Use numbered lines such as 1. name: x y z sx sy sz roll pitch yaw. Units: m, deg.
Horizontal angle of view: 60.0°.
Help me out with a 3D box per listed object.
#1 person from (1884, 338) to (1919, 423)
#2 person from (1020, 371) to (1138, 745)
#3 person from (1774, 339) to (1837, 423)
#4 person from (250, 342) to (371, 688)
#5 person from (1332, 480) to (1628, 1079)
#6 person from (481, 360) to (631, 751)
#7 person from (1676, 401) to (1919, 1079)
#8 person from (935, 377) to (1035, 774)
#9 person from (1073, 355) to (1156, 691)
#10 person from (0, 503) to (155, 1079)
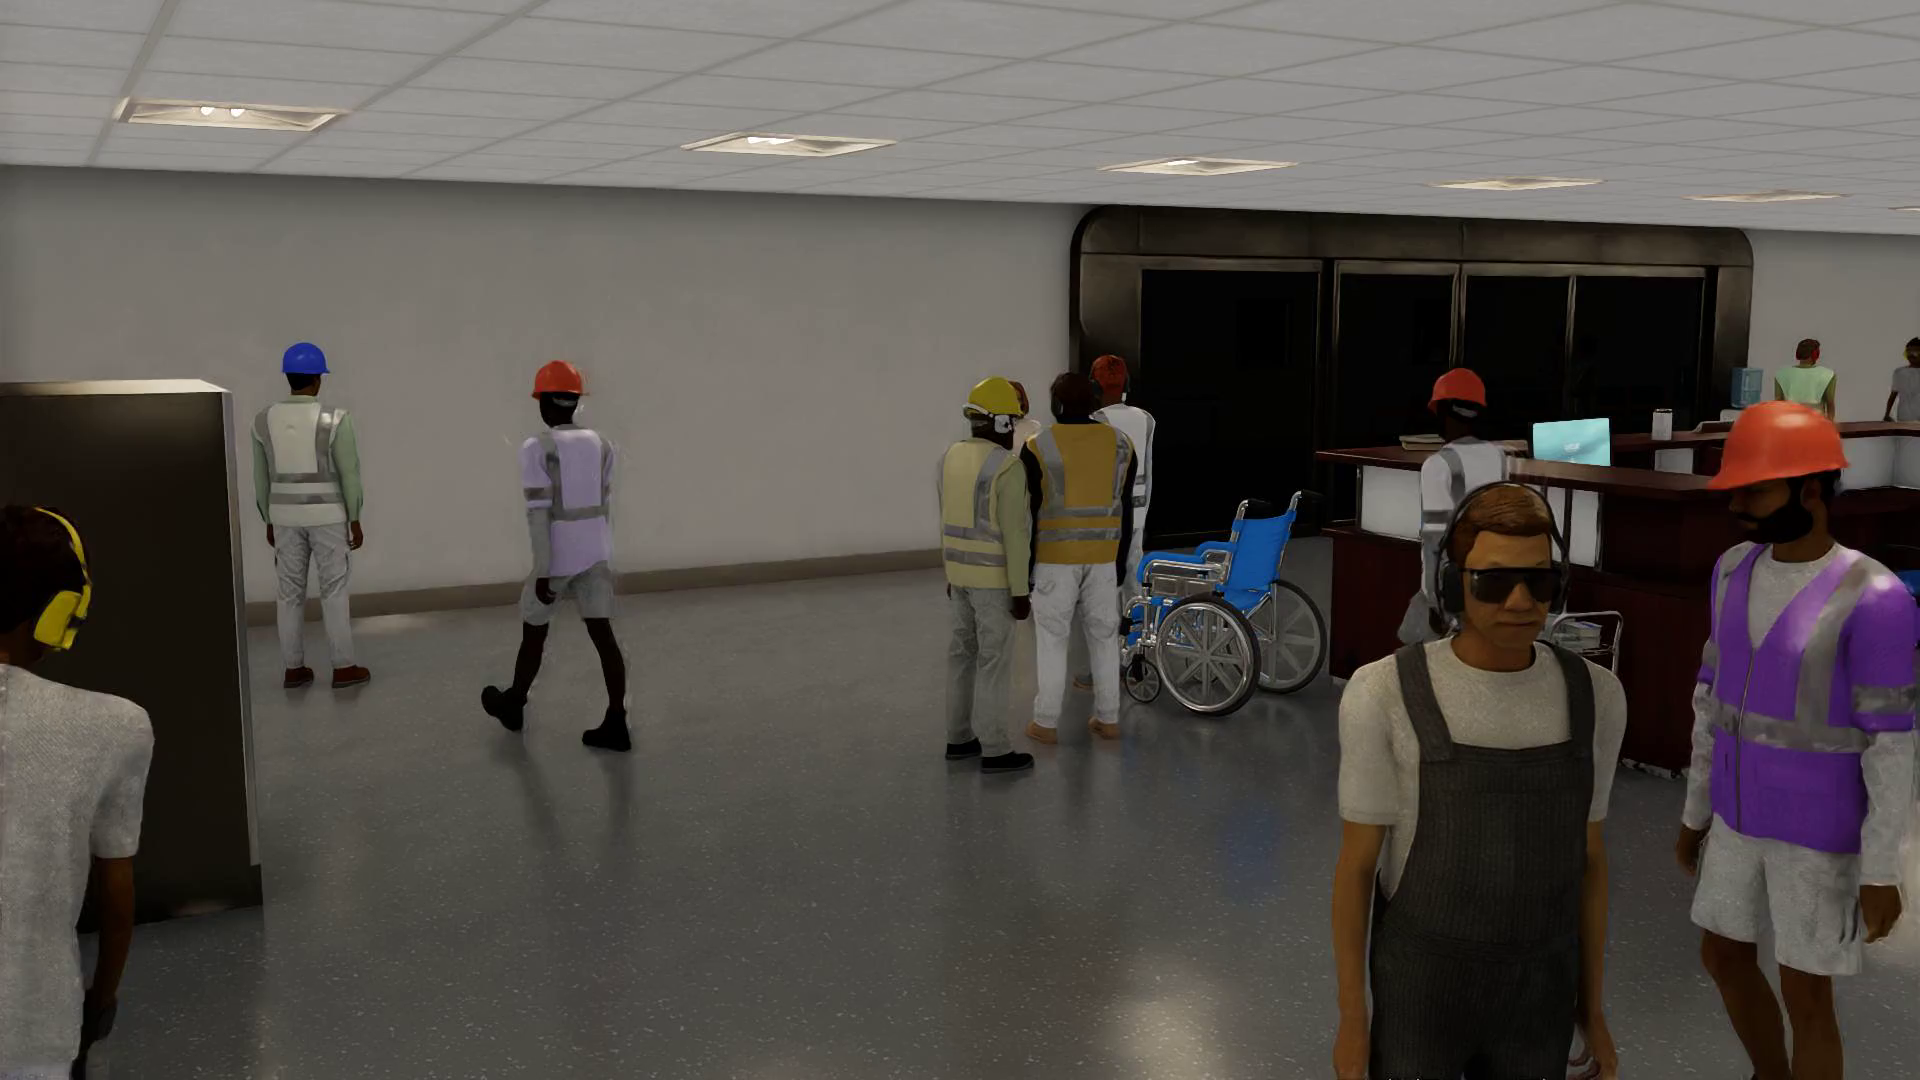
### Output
1. person: 10.624 -1.340 18.580 1.002 1.820 0.548 -5 9 -34
2. person: 0.563 0.088 8.219 0.625 1.832 0.431 -3 8 -19
3. person: 8.541 -1.115 16.865 0.567 1.840 0.375 5 9 30
4. person: -3.642 -0.129 9.343 0.604 1.948 0.389 0 8 4
5. person: 0.898 0.811 2.902 0.507 1.845 0.339 -1 8 -6
6. person: -1.975 0.065 8.183 1.011 1.875 0.548 7 10 40
7. person: 1.954 0.651 3.863 0.513 1.937 0.599 -3 8 -18
8. person: 0.130 0.161 7.711 0.403 1.824 0.598 -6 10 -35
9. person: 0.850 -0.089 9.292 0.576 1.883 0.362 -7 11 -42
10. person: -1.638 0.850 2.775 0.573 1.802 0.839 -3 9 -23
